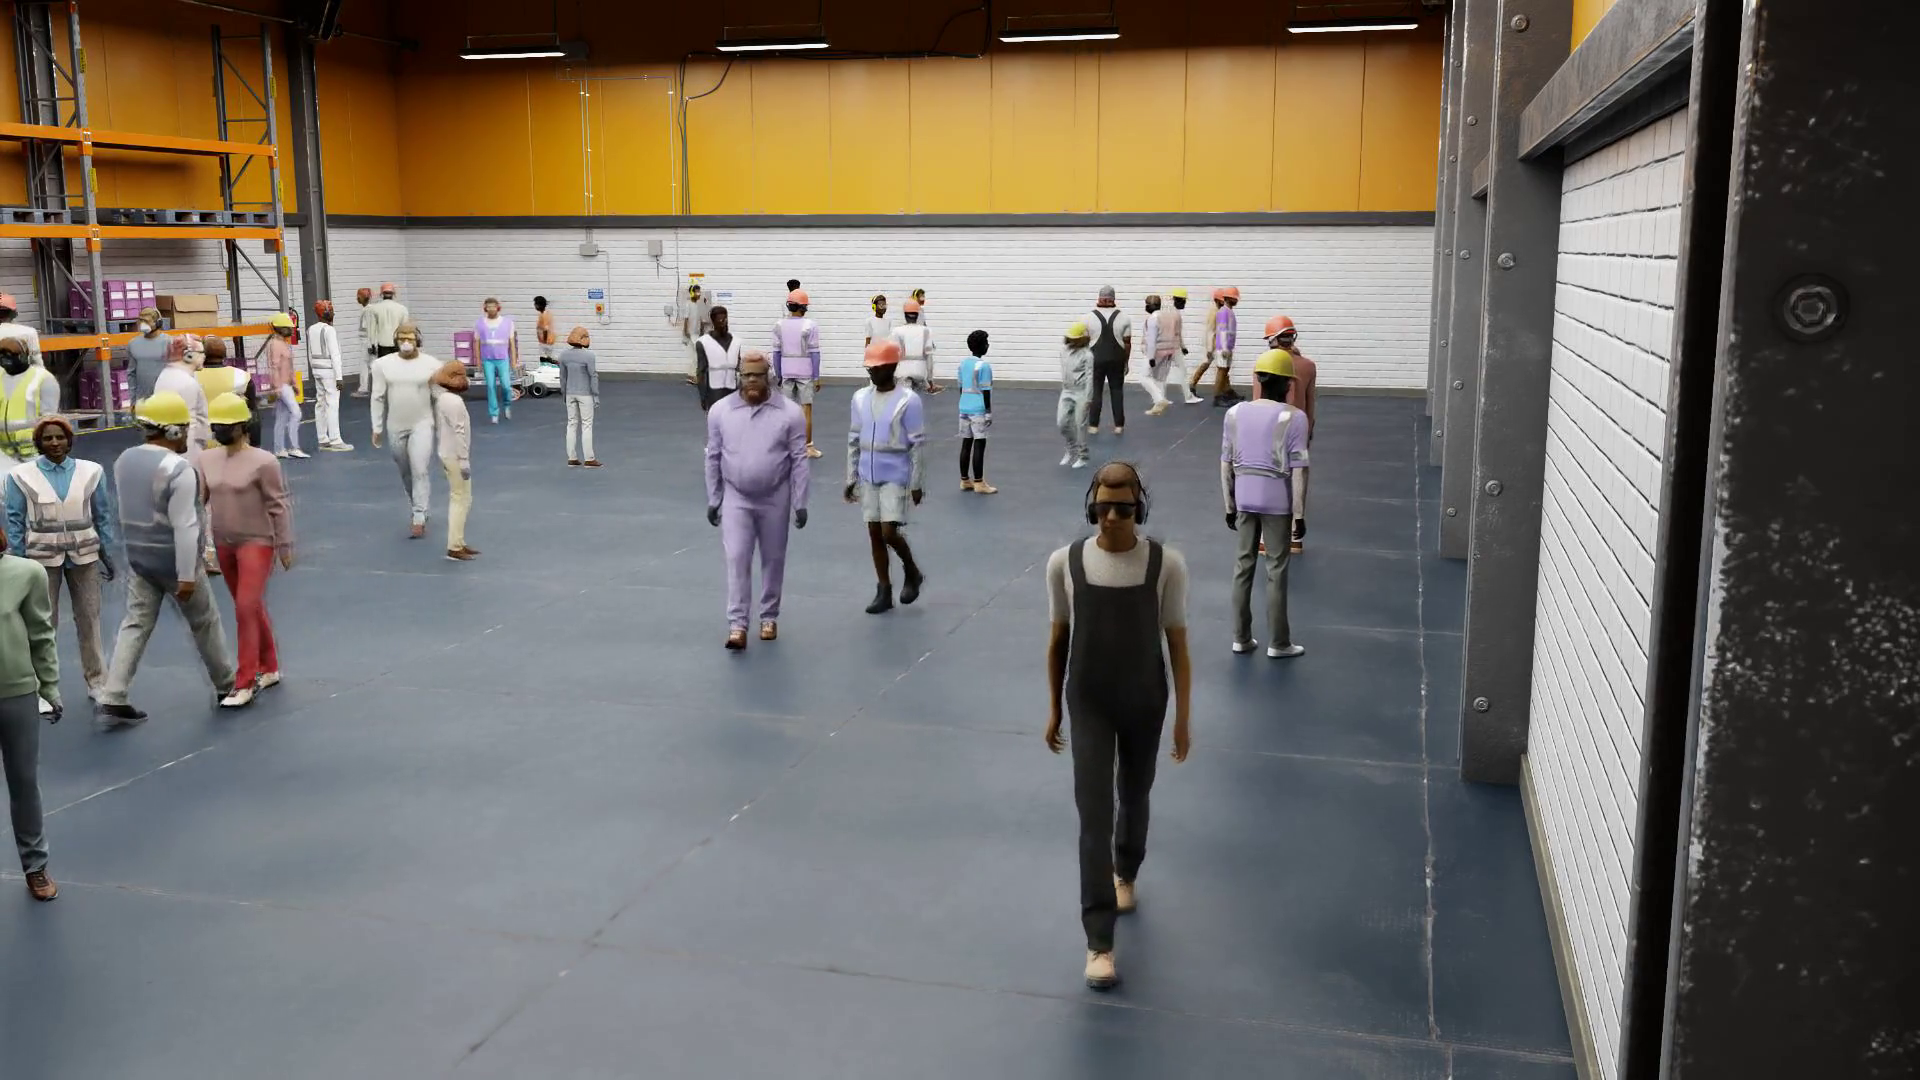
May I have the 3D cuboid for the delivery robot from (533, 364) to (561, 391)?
[{"bbox_3d":[-6.842,-2.726,28.126,0.707,0.478,0.477,1,10,3],"label":"delivery robot"}]

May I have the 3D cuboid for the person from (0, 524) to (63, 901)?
[{"bbox_3d":[-3.742,0.619,6.397,0.508,1.632,0.265,-6,12,-32],"label":"person"}]

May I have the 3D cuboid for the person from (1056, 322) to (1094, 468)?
[{"bbox_3d":[1.330,-1.654,19.079,0.515,1.691,0.549,8,13,38],"label":"person"}]

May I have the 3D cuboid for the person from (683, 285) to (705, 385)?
[{"bbox_3d":[-4.830,-3.754,30.529,0.466,1.853,0.559,3,10,15],"label":"person"}]

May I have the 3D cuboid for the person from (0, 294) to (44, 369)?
[{"bbox_3d":[-10.894,-1.820,19.184,0.619,1.993,1.026,-3,10,-16],"label":"person"}]

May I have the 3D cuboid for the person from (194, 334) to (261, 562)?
[{"bbox_3d":[-6.009,-0.743,13.516,0.632,1.844,0.429,-4,11,-22],"label":"person"}]

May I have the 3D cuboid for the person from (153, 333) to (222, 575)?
[{"bbox_3d":[-5.976,-0.646,12.856,0.537,1.887,0.661,-9,13,-41],"label":"person"}]

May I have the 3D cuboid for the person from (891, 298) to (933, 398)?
[{"bbox_3d":[-0.623,-2.138,21.291,0.556,1.896,0.970,-3,10,-16],"label":"person"}]

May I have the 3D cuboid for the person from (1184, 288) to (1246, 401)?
[{"bbox_3d":[4.196,-3.217,27.451,1.013,1.877,0.541,2,10,9],"label":"person"}]

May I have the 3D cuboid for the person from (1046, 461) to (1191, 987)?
[{"bbox_3d":[0.574,0.598,6.057,0.524,1.805,0.944,1,10,5],"label":"person"}]

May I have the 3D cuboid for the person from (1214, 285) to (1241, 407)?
[{"bbox_3d":[4.270,-3.085,26.517,0.375,1.935,0.552,4,11,21],"label":"person"}]

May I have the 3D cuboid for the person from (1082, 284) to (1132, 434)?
[{"bbox_3d":[1.993,-2.472,22.747,0.685,2.000,0.537,0,10,1],"label":"person"}]

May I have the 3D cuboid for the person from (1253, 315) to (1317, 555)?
[{"bbox_3d":[2.651,-0.862,13.779,0.611,1.989,0.391,-5,11,-24],"label":"person"}]

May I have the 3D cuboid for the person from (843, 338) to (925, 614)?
[{"bbox_3d":[-0.527,-0.442,11.588,0.553,1.922,0.441,6,12,32],"label":"person"}]

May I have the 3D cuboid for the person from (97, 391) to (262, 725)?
[{"bbox_3d":[-4.287,0.094,8.951,0.598,1.793,0.920,5,11,25],"label":"person"}]

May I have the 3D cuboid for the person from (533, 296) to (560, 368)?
[{"bbox_3d":[-7.440,-3.606,30.213,0.577,1.663,0.594,-2,10,-13],"label":"person"}]

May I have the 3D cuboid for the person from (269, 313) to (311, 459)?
[{"bbox_3d":[-8.015,-1.838,19.956,0.591,1.747,0.547,-2,10,-9],"label":"person"}]

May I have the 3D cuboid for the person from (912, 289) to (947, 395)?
[{"bbox_3d":[-0.660,-3.409,28.692,0.969,1.822,0.515,4,11,20],"label":"person"}]

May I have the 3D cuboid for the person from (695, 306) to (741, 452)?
[{"bbox_3d":[-2.685,-1.661,18.553,0.490,1.899,0.610,10,14,44],"label":"person"}]

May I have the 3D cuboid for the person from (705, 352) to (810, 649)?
[{"bbox_3d":[-1.288,-0.235,10.534,0.673,1.872,0.878,-1,10,-4],"label":"person"}]

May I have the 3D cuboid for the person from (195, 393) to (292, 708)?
[{"bbox_3d":[-4.075,0.058,9.272,0.536,1.735,0.780,3,10,17],"label":"person"}]

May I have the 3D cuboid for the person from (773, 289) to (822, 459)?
[{"bbox_3d":[-1.947,-1.992,20.018,0.609,2.044,0.393,4,11,22],"label":"person"}]

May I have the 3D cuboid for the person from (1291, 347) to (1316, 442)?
[{"bbox_3d":[3.169,-1.070,16.082,0.532,1.582,0.899,1,10,7],"label":"person"}]

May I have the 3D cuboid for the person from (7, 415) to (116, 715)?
[{"bbox_3d":[-4.943,0.125,9.176,0.514,1.642,0.310,-8,13,-37],"label":"person"}]

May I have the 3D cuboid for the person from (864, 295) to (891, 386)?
[{"bbox_3d":[-1.137,-2.547,23.659,0.324,1.871,0.526,8,13,39],"label":"person"}]

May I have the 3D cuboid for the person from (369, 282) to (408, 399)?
[{"bbox_3d":[-9.363,-3.252,27.337,0.624,1.975,0.581,-4,11,-22],"label":"person"}]

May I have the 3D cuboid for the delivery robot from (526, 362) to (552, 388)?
[{"bbox_3d":[-7.138,-2.814,28.626,0.707,0.478,0.477,-7,12,-36],"label":"delivery robot"}]

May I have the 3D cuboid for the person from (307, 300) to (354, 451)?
[{"bbox_3d":[-7.901,-2.047,20.790,0.573,1.883,0.356,8,13,37],"label":"person"}]

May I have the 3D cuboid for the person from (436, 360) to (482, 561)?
[{"bbox_3d":[-4.098,-0.649,13.624,0.327,1.633,0.521,-6,11,-29],"label":"person"}]

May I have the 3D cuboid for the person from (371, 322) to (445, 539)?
[{"bbox_3d":[-4.911,-1.005,14.897,0.640,1.901,0.991,-1,10,-5],"label":"person"}]

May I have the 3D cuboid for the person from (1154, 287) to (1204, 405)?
[{"bbox_3d":[3.546,-3.115,26.817,0.886,1.883,0.583,0,10,-1],"label":"person"}]

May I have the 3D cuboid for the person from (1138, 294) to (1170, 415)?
[{"bbox_3d":[2.939,-2.777,25.079,0.434,1.834,0.628,6,12,30],"label":"person"}]

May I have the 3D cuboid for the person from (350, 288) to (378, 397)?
[{"bbox_3d":[-9.991,-3.353,28.238,0.751,1.861,0.590,-3,10,-17],"label":"person"}]

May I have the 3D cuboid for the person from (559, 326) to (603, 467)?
[{"bbox_3d":[-4.399,-1.655,19.276,0.507,1.631,0.266,4,11,23],"label":"person"}]

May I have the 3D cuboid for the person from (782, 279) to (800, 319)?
[{"bbox_3d":[-3.043,-3.763,30.269,0.366,1.964,0.610,2,10,14],"label":"person"}]

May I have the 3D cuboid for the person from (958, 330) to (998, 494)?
[{"bbox_3d":[0.166,-1.323,17.215,0.321,1.696,0.536,-6,12,-31],"label":"person"}]

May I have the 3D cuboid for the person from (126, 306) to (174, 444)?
[{"bbox_3d":[-8.278,-1.430,17.139,0.631,1.940,0.372,2,10,9],"label":"person"}]

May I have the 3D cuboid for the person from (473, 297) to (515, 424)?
[{"bbox_3d":[-6.701,-2.584,23.971,0.560,1.834,0.433,-2,10,-14],"label":"person"}]

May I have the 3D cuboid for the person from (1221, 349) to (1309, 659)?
[{"bbox_3d":[1.905,-0.222,10.355,0.589,1.919,0.392,8,13,40],"label":"person"}]

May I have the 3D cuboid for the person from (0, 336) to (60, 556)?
[{"bbox_3d":[-7.630,-0.740,13.565,0.628,1.829,0.454,1,10,6],"label":"person"}]
